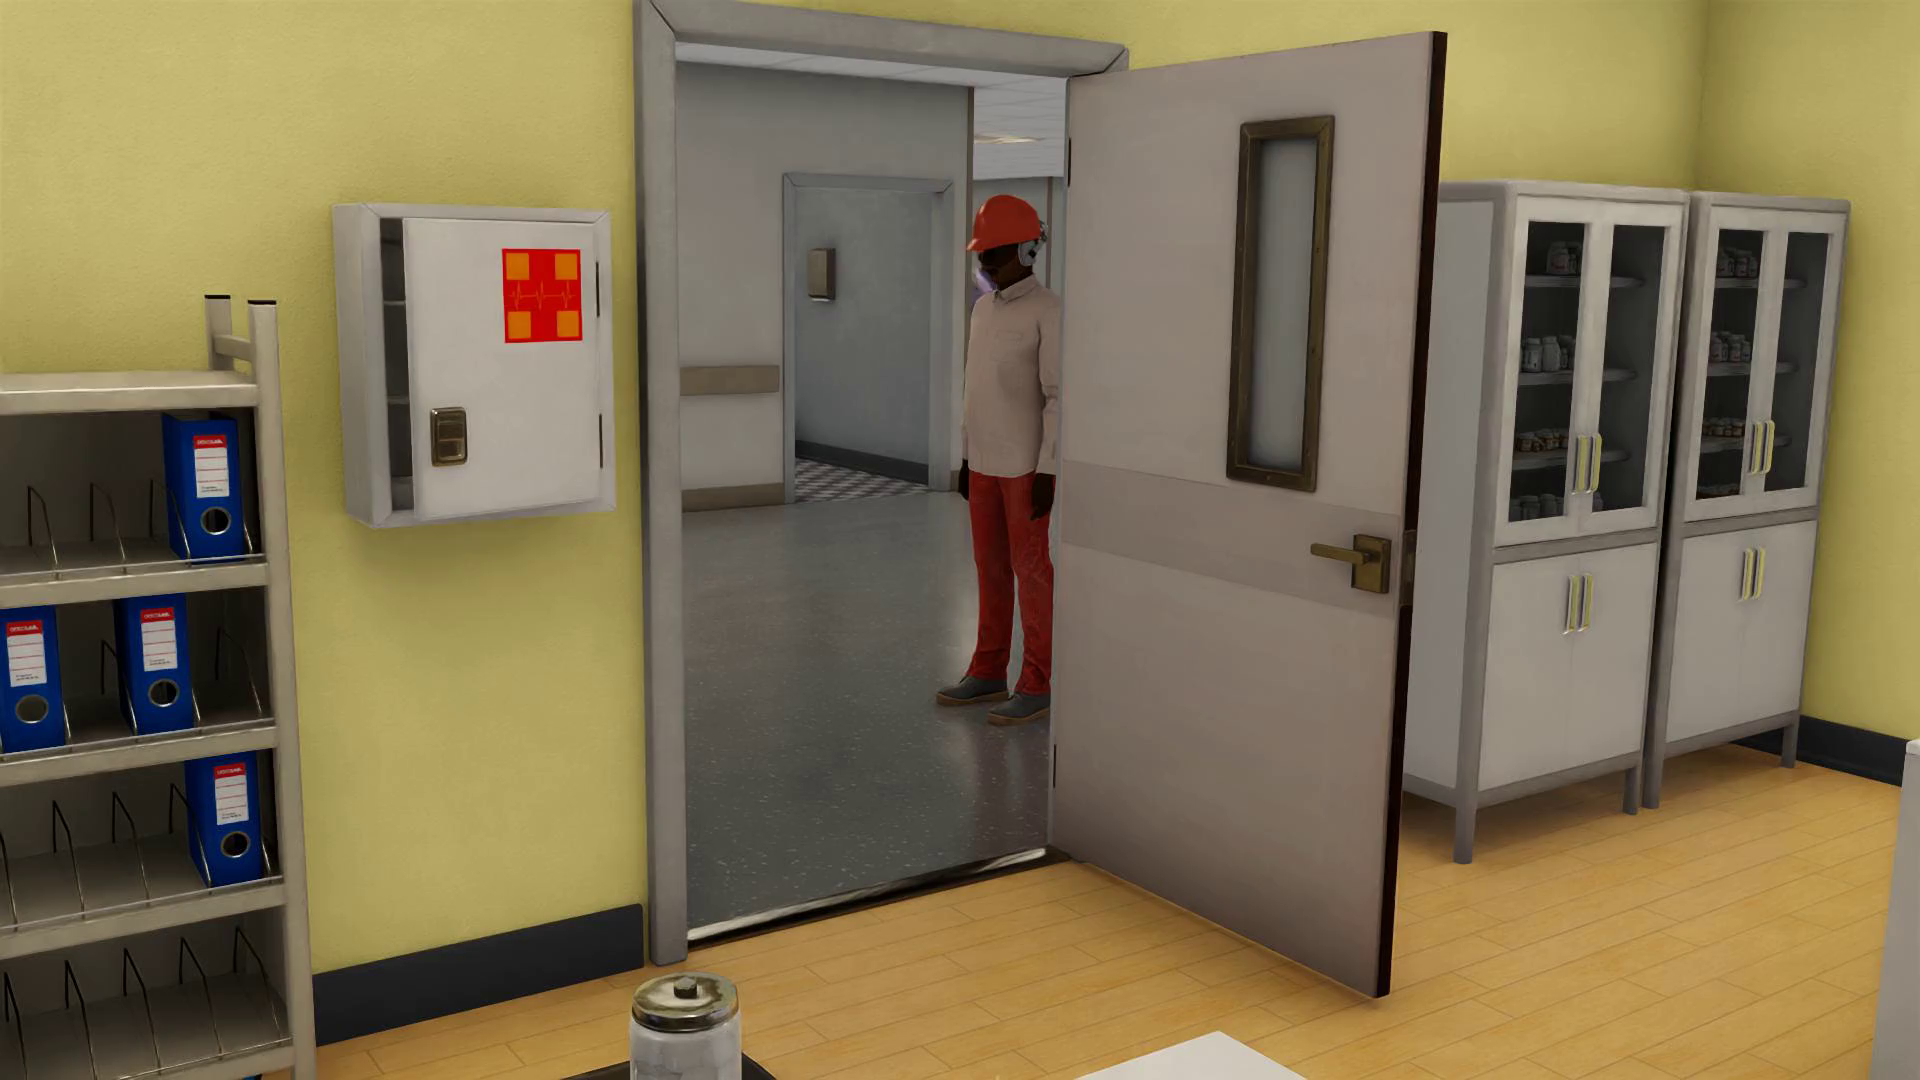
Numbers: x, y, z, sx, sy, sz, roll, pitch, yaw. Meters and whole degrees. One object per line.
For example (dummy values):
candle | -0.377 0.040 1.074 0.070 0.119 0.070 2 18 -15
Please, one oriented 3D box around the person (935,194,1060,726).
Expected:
person | 0.178 -0.299 6.324 0.387 1.989 0.608 -6 11 -34
